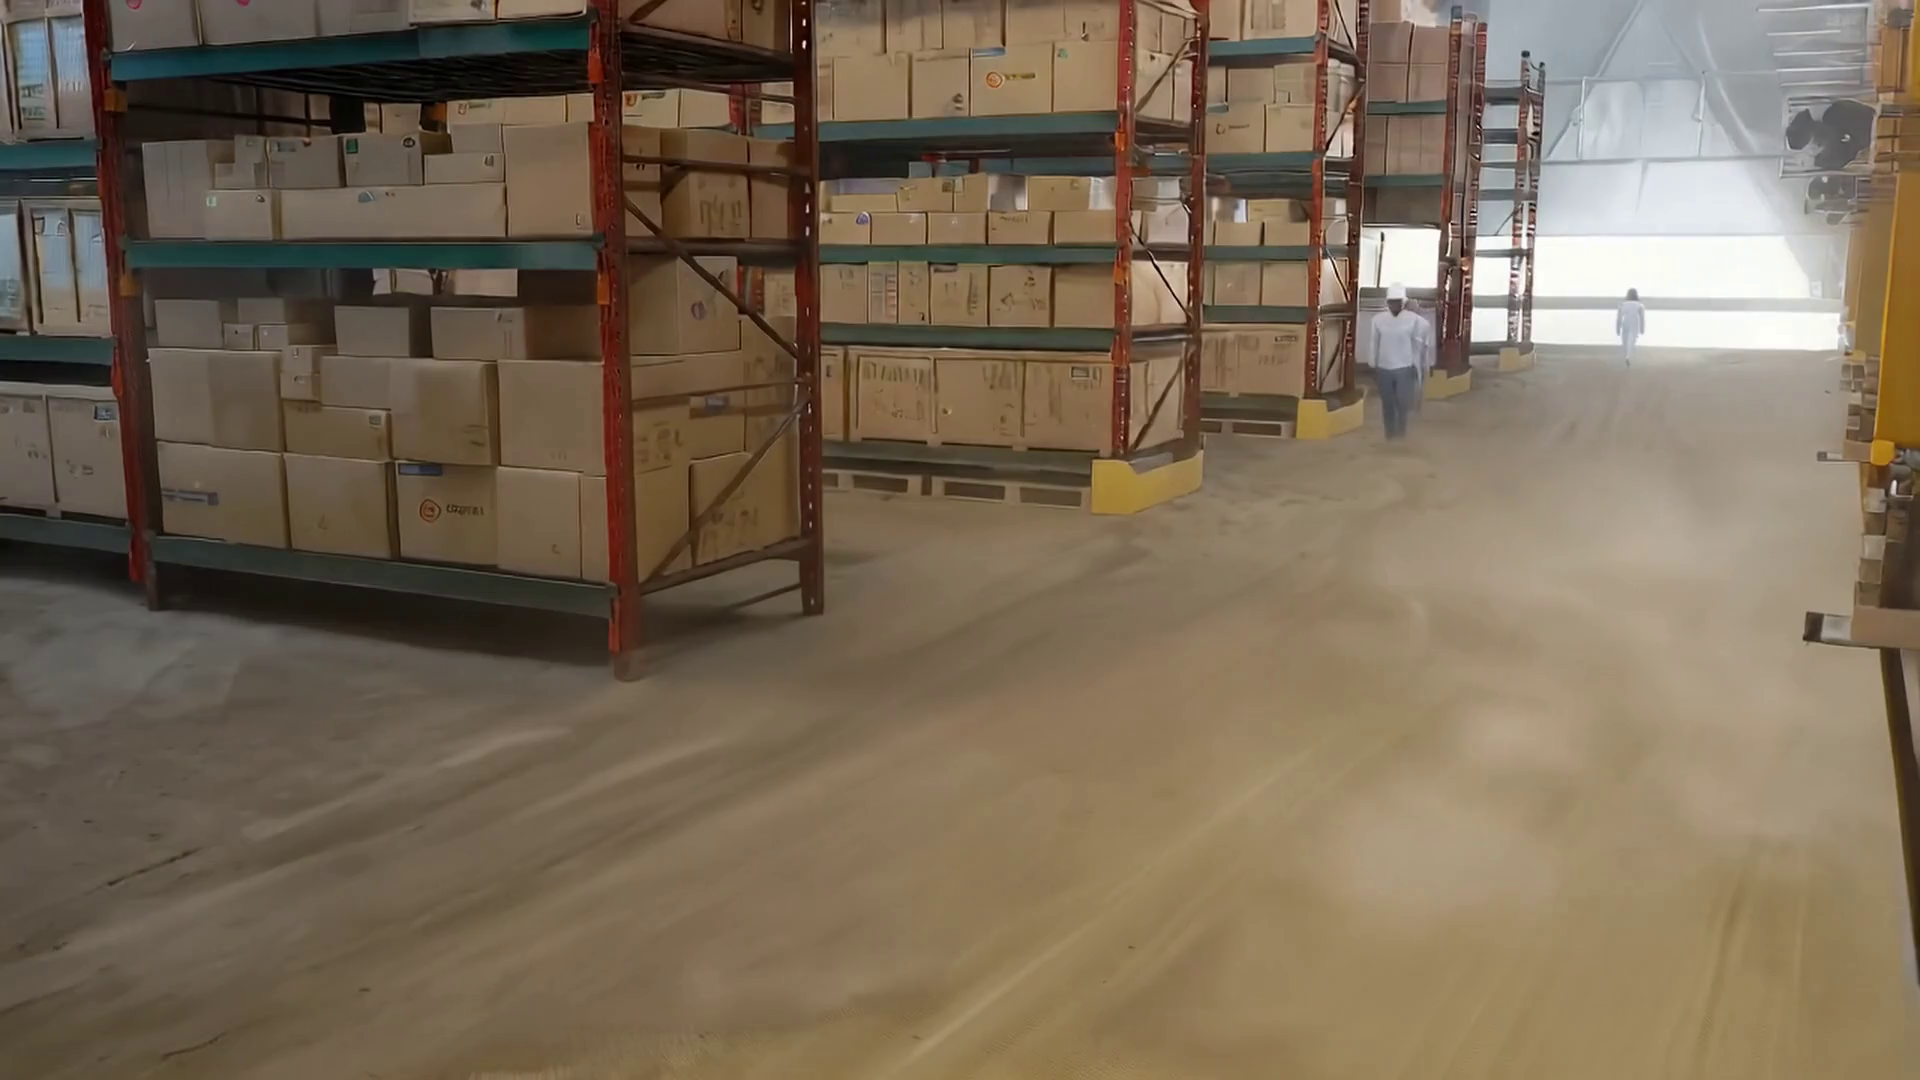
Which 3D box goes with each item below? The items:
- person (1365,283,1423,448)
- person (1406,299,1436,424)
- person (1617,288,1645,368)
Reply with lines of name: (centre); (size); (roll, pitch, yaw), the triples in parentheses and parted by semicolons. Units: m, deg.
person: (5.164, -2.072, 19.853); (0.664, 1.968, 0.726); (4, 11, 23)
person: (6.113, -2.395, 22.515); (0.637, 1.696, 0.811); (2, 10, 13)
person: (13.623, -4.304, 33.828); (0.528, 1.615, 0.754); (6, 12, 32)
